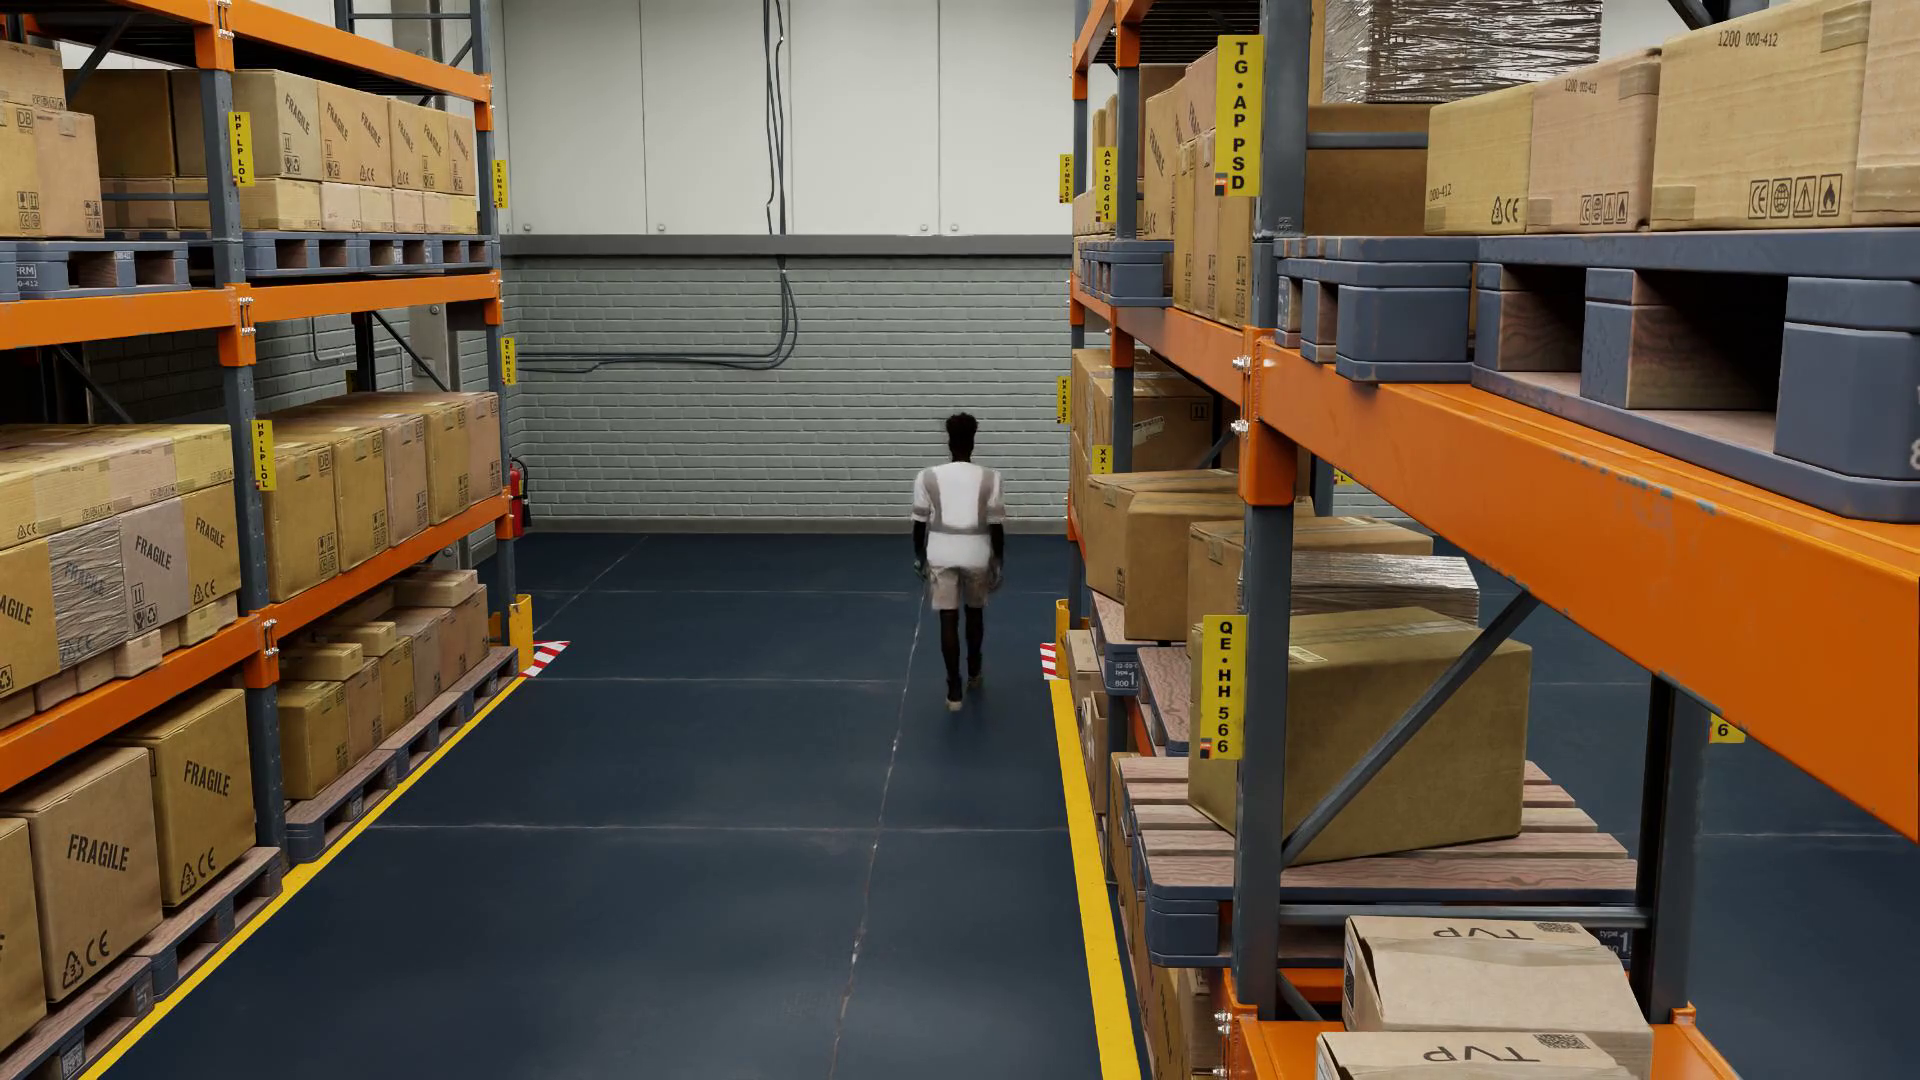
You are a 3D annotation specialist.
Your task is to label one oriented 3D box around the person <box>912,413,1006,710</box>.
[{"bbox_3d":[-0.007,0.103,11.149,0.623,1.914,1.000,0,10,0],"label":"person"}]
